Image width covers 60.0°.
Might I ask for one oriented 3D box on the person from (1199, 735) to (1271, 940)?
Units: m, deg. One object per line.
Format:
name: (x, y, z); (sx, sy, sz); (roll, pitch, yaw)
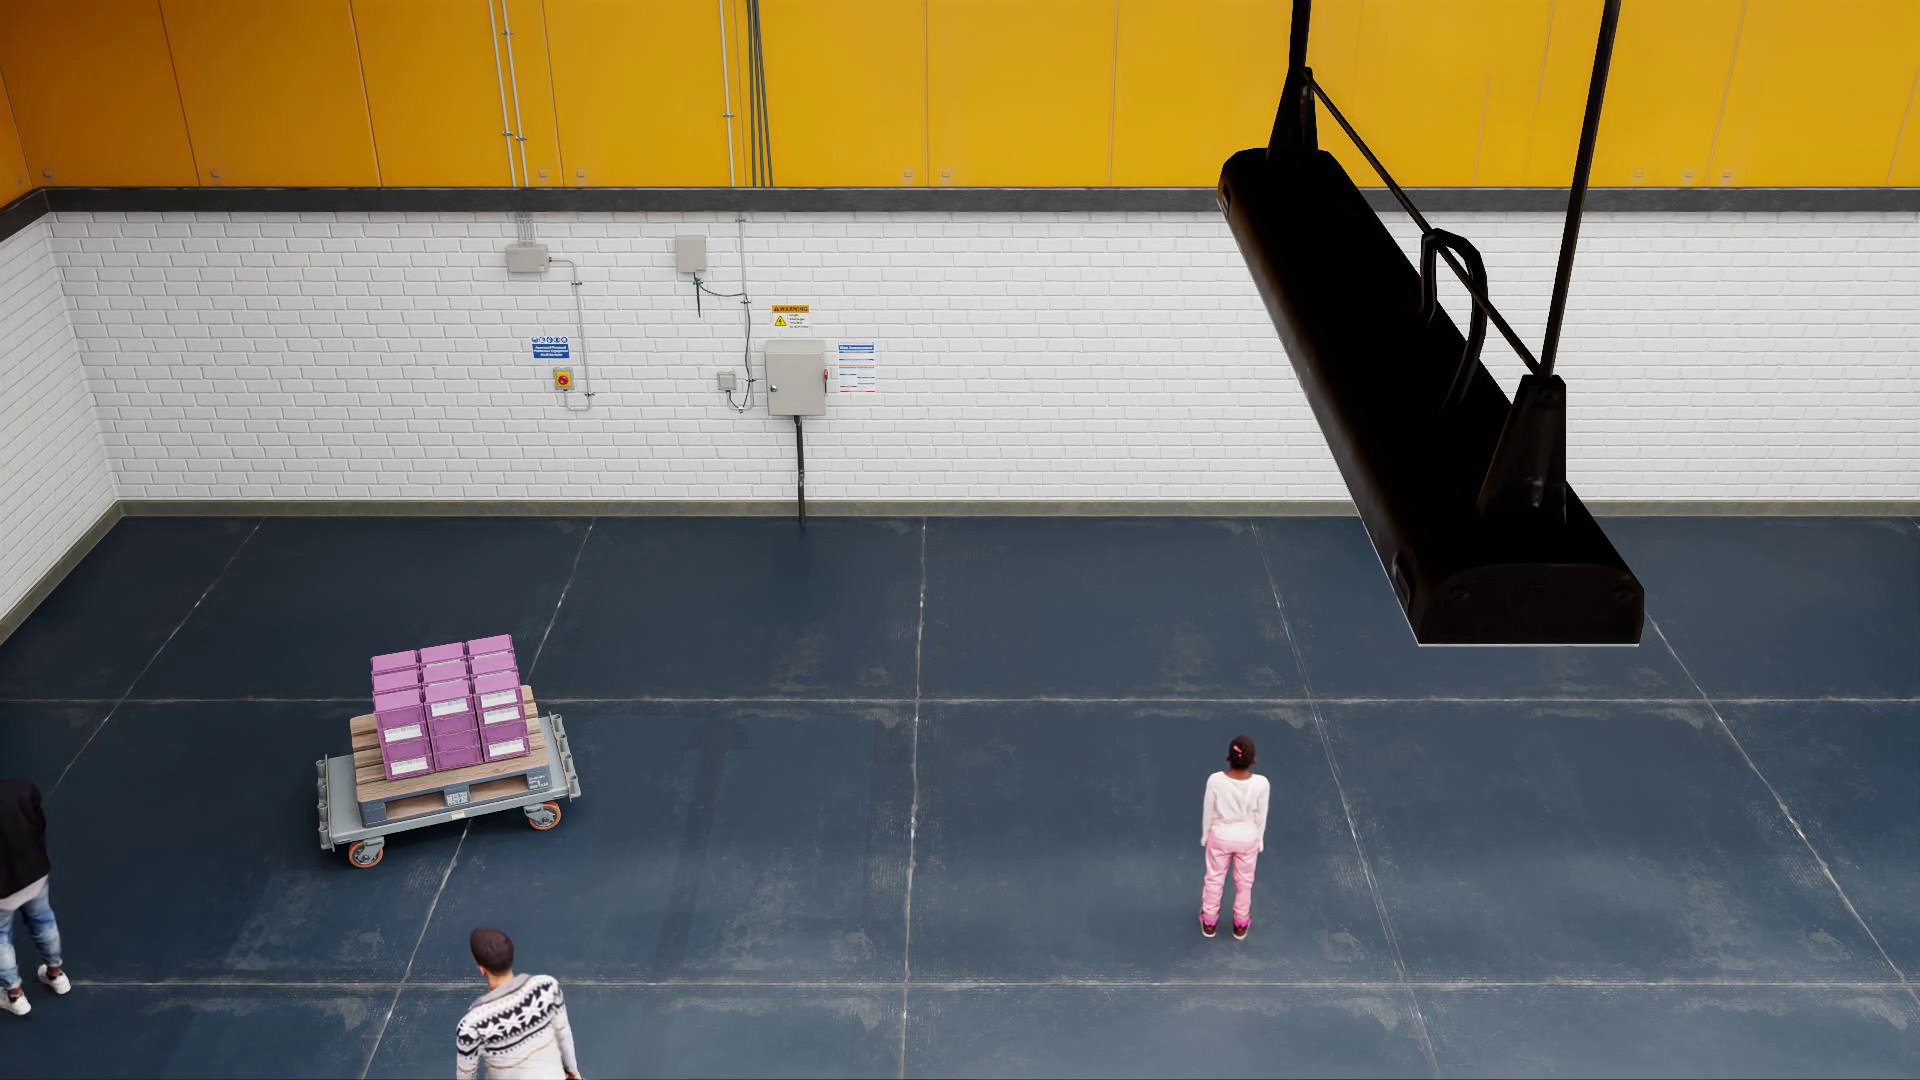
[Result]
person: (1.642, 1.772, 9.976); (0.551, 1.449, 0.530); (4, 29, 8)

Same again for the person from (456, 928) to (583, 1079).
person: (-2.028, 2.658, 7.939); (1.071, 1.845, 1.009); (24, 37, 37)

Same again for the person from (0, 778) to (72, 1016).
person: (-5.322, 1.901, 9.368); (0.890, 1.805, 0.807); (20, 34, 32)
